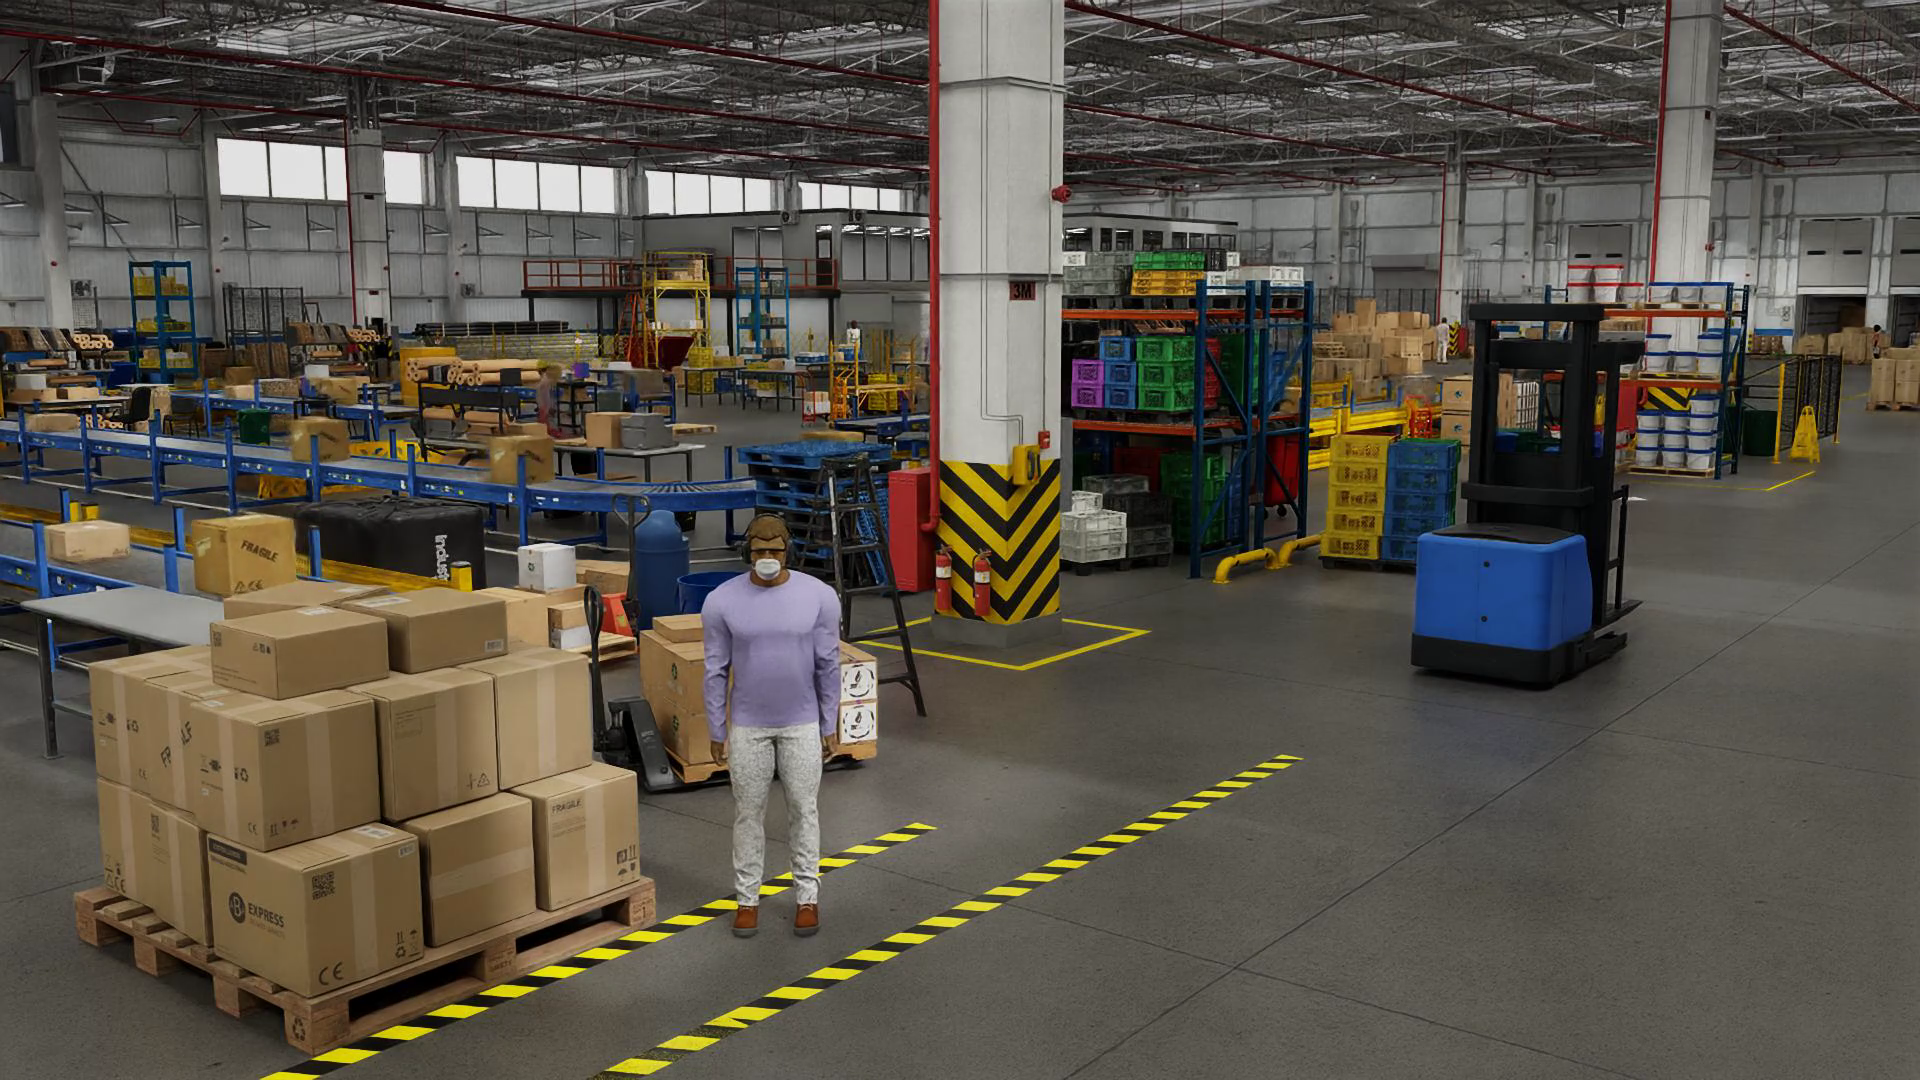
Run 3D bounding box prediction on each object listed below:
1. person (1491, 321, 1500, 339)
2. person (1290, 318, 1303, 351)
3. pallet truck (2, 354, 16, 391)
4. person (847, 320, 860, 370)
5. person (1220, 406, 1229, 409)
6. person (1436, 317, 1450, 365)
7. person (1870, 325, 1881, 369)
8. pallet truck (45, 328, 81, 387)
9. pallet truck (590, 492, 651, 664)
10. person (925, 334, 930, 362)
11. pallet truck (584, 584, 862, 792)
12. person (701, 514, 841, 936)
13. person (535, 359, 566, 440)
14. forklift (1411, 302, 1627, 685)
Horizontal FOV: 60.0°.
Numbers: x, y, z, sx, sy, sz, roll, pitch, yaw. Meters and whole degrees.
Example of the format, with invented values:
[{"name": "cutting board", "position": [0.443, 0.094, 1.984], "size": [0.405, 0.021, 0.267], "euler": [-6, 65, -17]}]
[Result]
[{"name": "person", "position": [18.958, -6.864, 59.135], "size": [0.383, 1.993, 0.622], "euler": [0, 8, -3]}, {"name": "person", "position": [16.295, -9.938, 80.458], "size": [0.621, 1.829, 0.521], "euler": [1, 8, 4]}, {"name": "pallet truck", "position": [-24.881, -4.417, 42.634], "size": [1.885, 1.965, 0.823], "euler": [8, 11, 41]}, {"name": "person", "position": [-3.999, -7.319, 62.585], "size": [0.573, 1.883, 0.359], "euler": [-6, 10, -36]}, {"name": "person", "position": [5.057, -2.542, 31.022], "size": [0.548, 1.685, 0.426], "euler": [8, 11, 42]}, {"name": "person", "position": [19.623, -8.084, 67.552], "size": [0.372, 1.940, 0.627], "euler": [-6, 10, -34]}, {"name": "person", "position": [35.273, -7.443, 64.047], "size": [0.317, 1.695, 0.540], "euler": [6, 11, 37]}, {"name": "pallet truck", "position": [-23.775, -4.544, 43.495], "size": [1.885, 1.965, 0.823], "euler": [6, 10, 35]}, {"name": "pallet truck", "position": [-3.115, 0.344, 12.883], "size": [0.653, 1.274, 1.630], "euler": [7, 11, 37]}, {"name": "person", "position": [-0.767, -5.718, 51.421], "size": [0.622, 2.003, 1.022], "euler": [-2, 9, -15]}, {"name": "pallet truck", "position": [-1.426, 0.805, 10.019], "size": [1.601, 1.201, 0.680], "euler": [-4, 9, -26]}, {"name": "person", "position": [-0.843, 0.833, 7.495], "size": [0.623, 1.932, 0.375], "euler": [-1, 9, -7]}, {"name": "person", "position": [-7.328, -2.342, 29.460], "size": [0.617, 1.747, 0.537], "euler": [-4, 9, -26]}, {"name": "forklift", "position": [4.379, -0.438, 12.852], "size": [1.129, 2.768, 1.873], "euler": [7, 11, 37]}]
